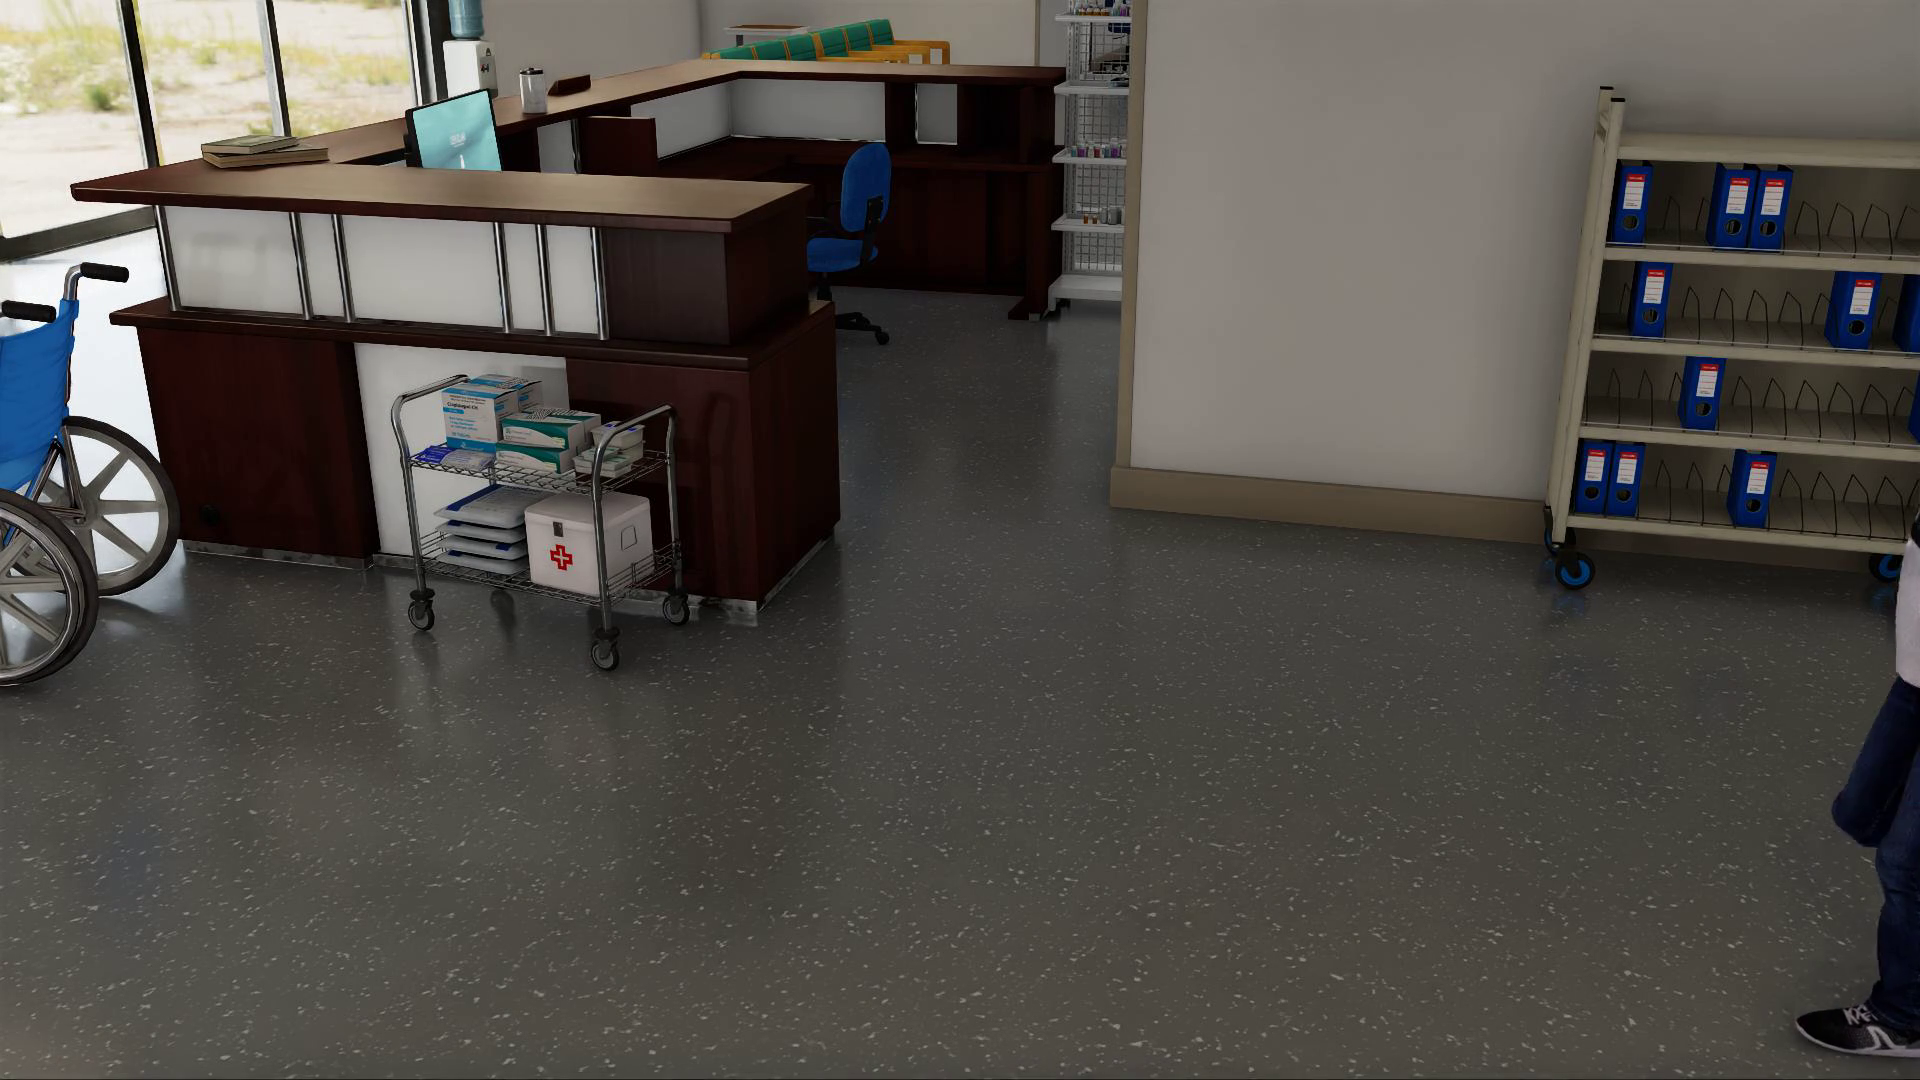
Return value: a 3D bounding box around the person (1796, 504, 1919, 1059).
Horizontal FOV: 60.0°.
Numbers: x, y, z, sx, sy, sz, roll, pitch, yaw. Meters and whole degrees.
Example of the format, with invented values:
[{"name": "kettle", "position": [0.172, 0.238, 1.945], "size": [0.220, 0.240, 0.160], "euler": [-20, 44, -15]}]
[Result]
[{"name": "person", "position": [1.973, 0.306, 3.159], "size": [0.703, 1.551, 0.563], "euler": [4, 21, 10]}]
